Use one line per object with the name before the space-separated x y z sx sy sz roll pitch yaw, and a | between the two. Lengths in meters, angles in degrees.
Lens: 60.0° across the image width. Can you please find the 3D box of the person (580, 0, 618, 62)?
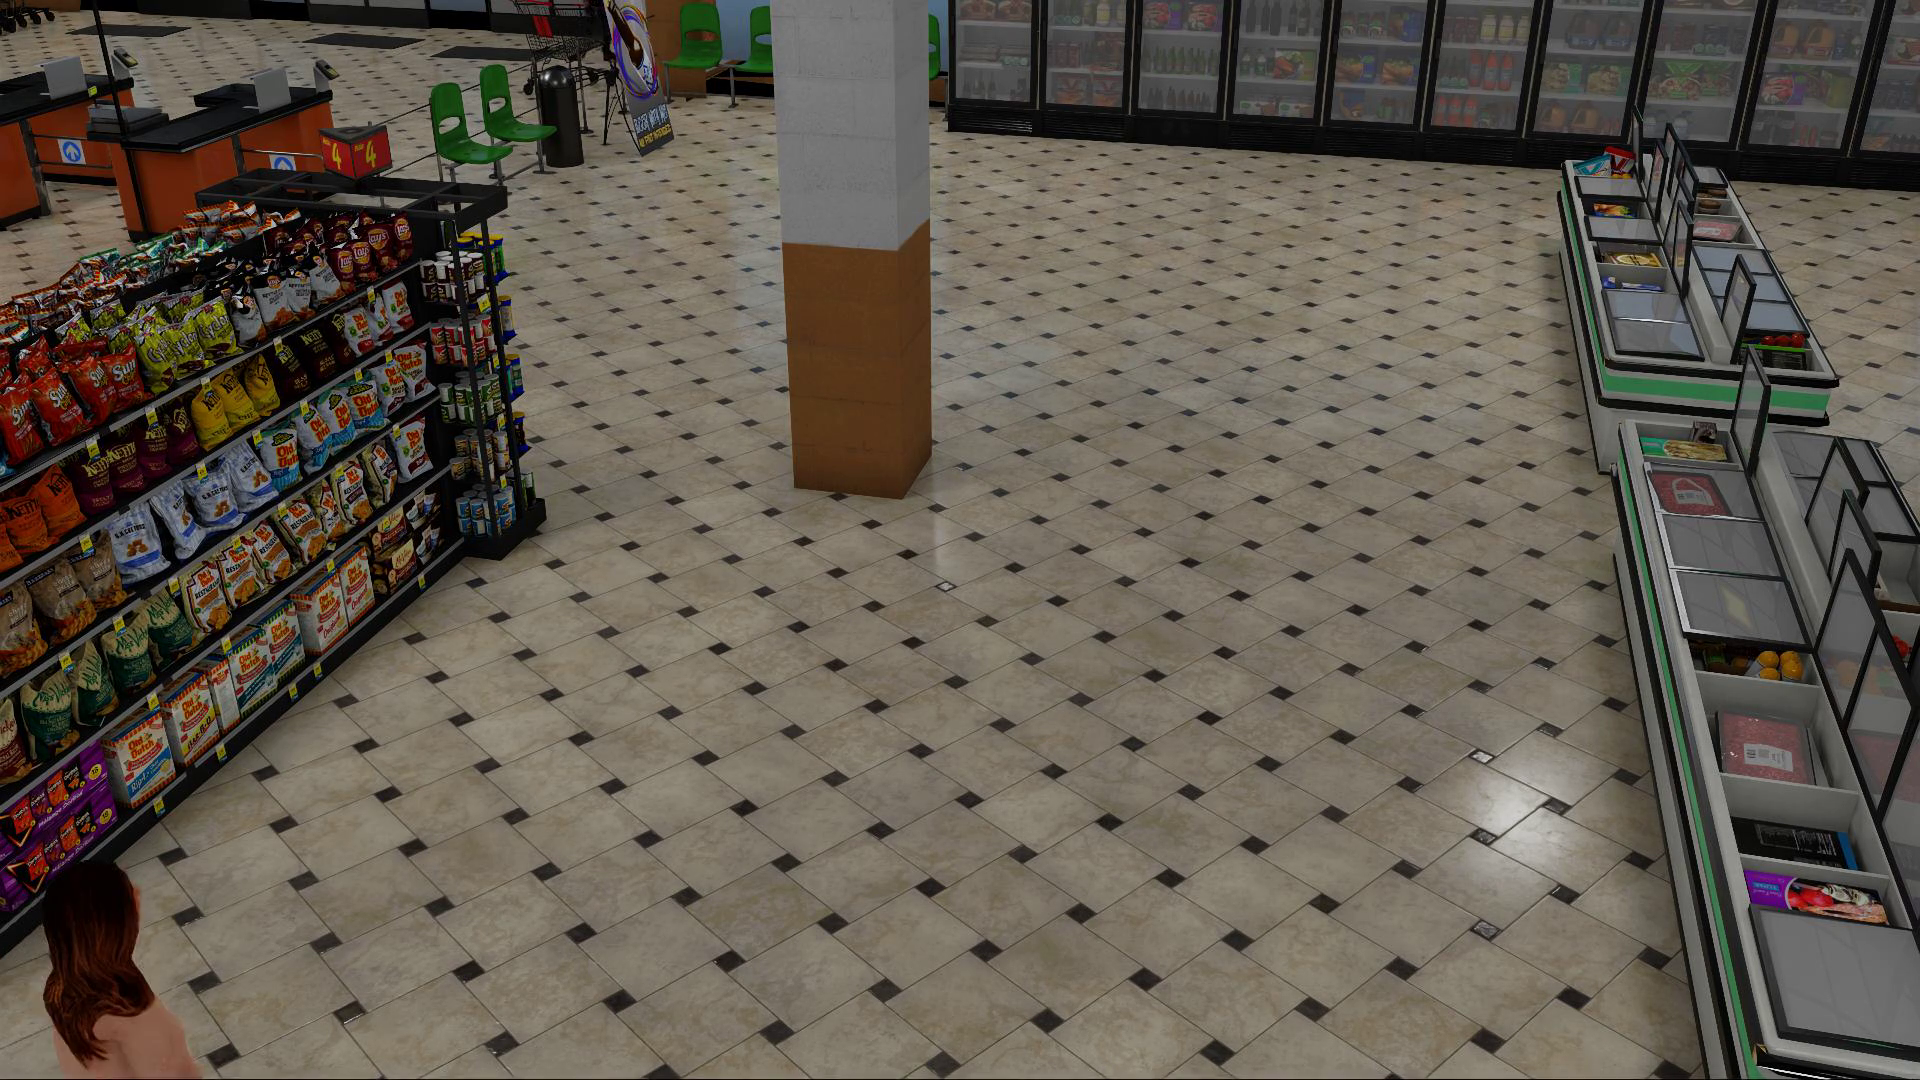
person | -4.754 -7.169 21.850 0.929 1.702 0.803 12 29 22

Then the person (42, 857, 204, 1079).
person | -2.195 1.652 4.373 0.811 1.778 0.991 20 33 34
